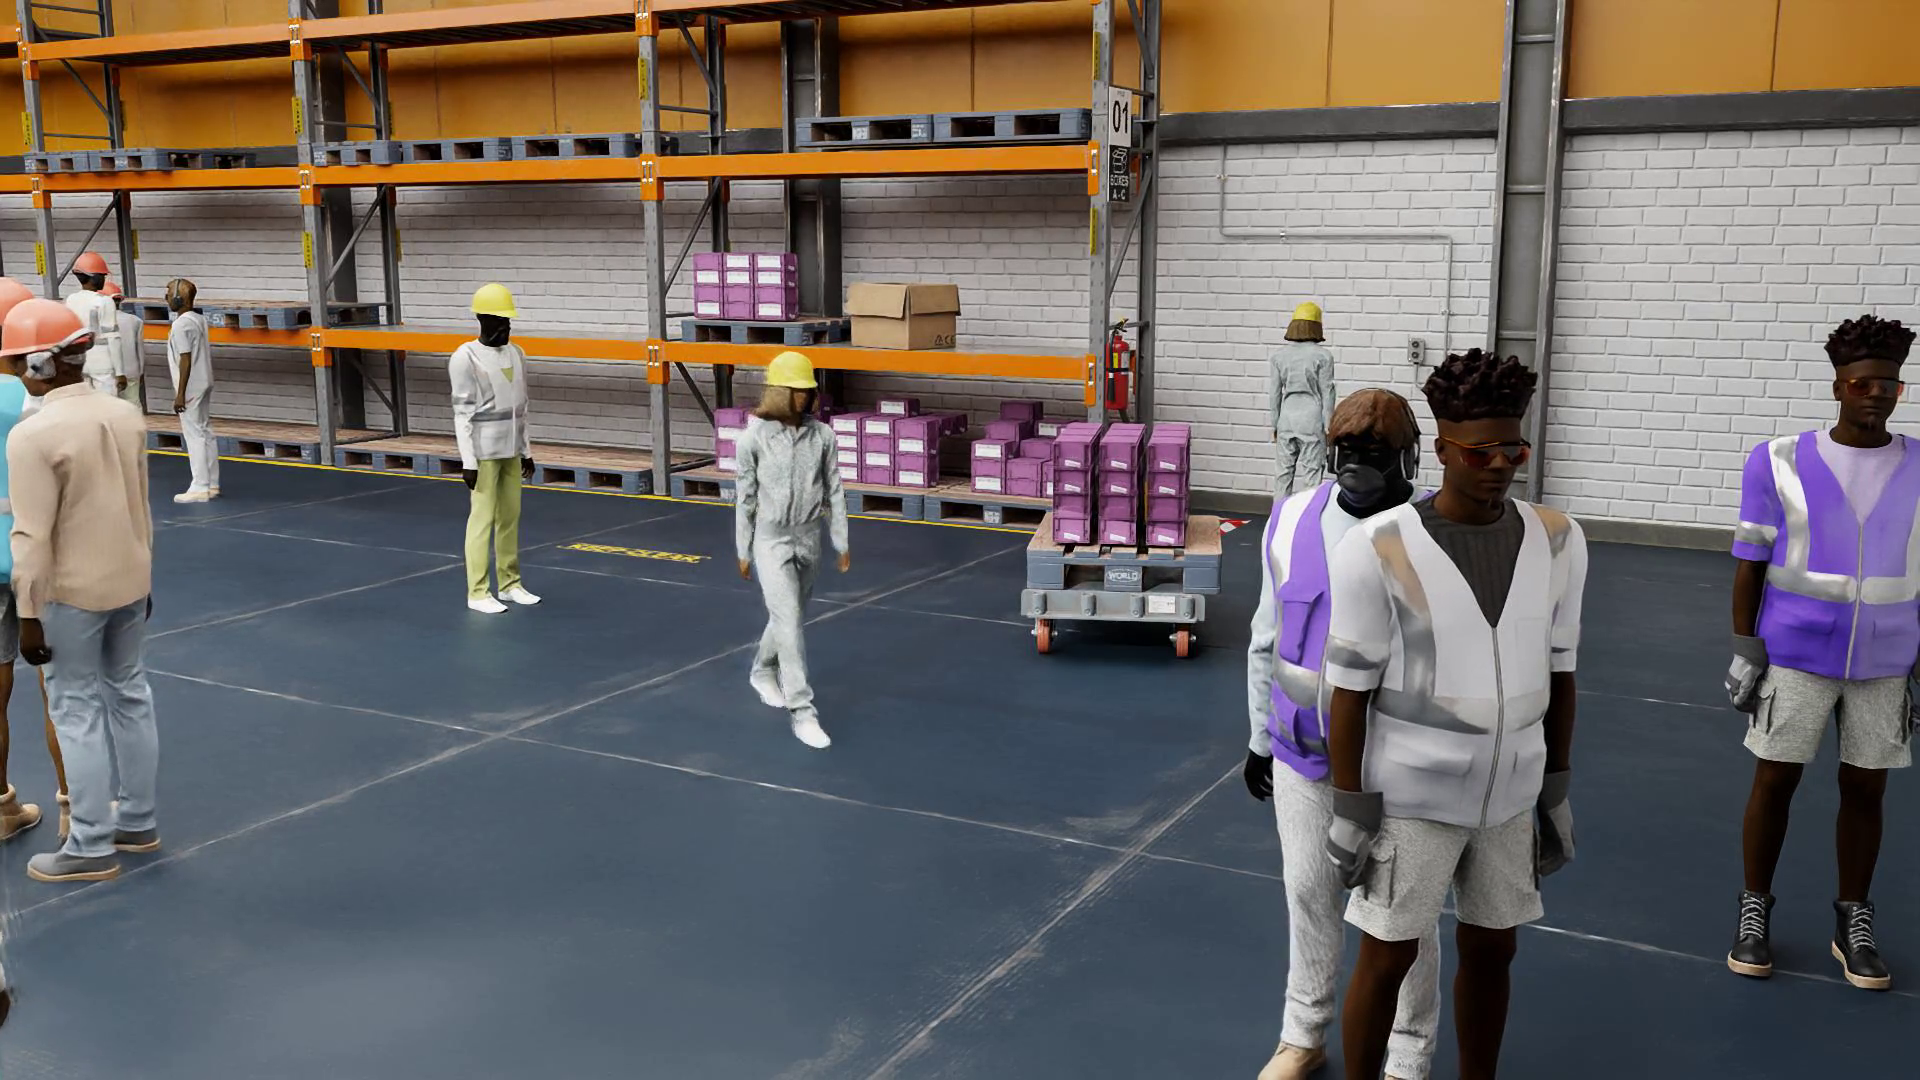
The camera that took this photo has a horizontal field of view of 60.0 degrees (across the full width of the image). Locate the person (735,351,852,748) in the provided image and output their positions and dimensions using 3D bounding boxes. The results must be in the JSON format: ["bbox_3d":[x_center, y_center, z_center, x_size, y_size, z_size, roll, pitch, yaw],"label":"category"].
[{"bbox_3d":[-0.781,-0.003,7.432,0.504,1.702,0.897,-7,13,-35],"label":"person"}]

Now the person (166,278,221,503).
[{"bbox_3d":[-6.364,-1.232,13.762,0.334,1.845,0.513,-1,10,-3],"label":"person"}]

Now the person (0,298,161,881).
[{"bbox_3d":[-3.006,0.175,5.684,0.413,1.983,0.620,2,11,11],"label":"person"}]

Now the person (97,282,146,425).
[{"bbox_3d":[-8.209,-1.630,16.203,0.336,1.749,0.563,5,12,27],"label":"person"}]

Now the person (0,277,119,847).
[{"bbox_3d":[-3.367,0.089,5.976,0.614,2.041,0.389,0,10,-1],"label":"person"}]

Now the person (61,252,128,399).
[{"bbox_3d":[-7.726,-1.542,14.915,0.606,2.045,0.389,4,11,21],"label":"person"}]

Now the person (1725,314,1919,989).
[{"bbox_3d":[2.568,0.330,4.865,0.607,1.966,0.367,3,11,16],"label":"person"}]

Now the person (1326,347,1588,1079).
[{"bbox_3d":[1.094,0.550,3.703,0.606,1.958,0.379,-2,11,-12],"label":"person"}]

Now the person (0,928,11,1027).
[{"bbox_3d":[-1.898,0.820,2.791,0.508,1.742,0.670,2,11,10],"label":"person"}]

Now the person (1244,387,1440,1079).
[{"bbox_3d":[0.984,0.538,4.110,0.630,1.838,0.430,9,13,39],"label":"person"}]

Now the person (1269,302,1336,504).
[{"bbox_3d":[2.408,-0.794,11.661,0.484,1.737,0.308,8,13,36],"label":"person"}]

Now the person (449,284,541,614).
[{"bbox_3d":[-2.704,-0.530,9.730,0.397,1.919,0.582,4,11,23],"label":"person"}]
